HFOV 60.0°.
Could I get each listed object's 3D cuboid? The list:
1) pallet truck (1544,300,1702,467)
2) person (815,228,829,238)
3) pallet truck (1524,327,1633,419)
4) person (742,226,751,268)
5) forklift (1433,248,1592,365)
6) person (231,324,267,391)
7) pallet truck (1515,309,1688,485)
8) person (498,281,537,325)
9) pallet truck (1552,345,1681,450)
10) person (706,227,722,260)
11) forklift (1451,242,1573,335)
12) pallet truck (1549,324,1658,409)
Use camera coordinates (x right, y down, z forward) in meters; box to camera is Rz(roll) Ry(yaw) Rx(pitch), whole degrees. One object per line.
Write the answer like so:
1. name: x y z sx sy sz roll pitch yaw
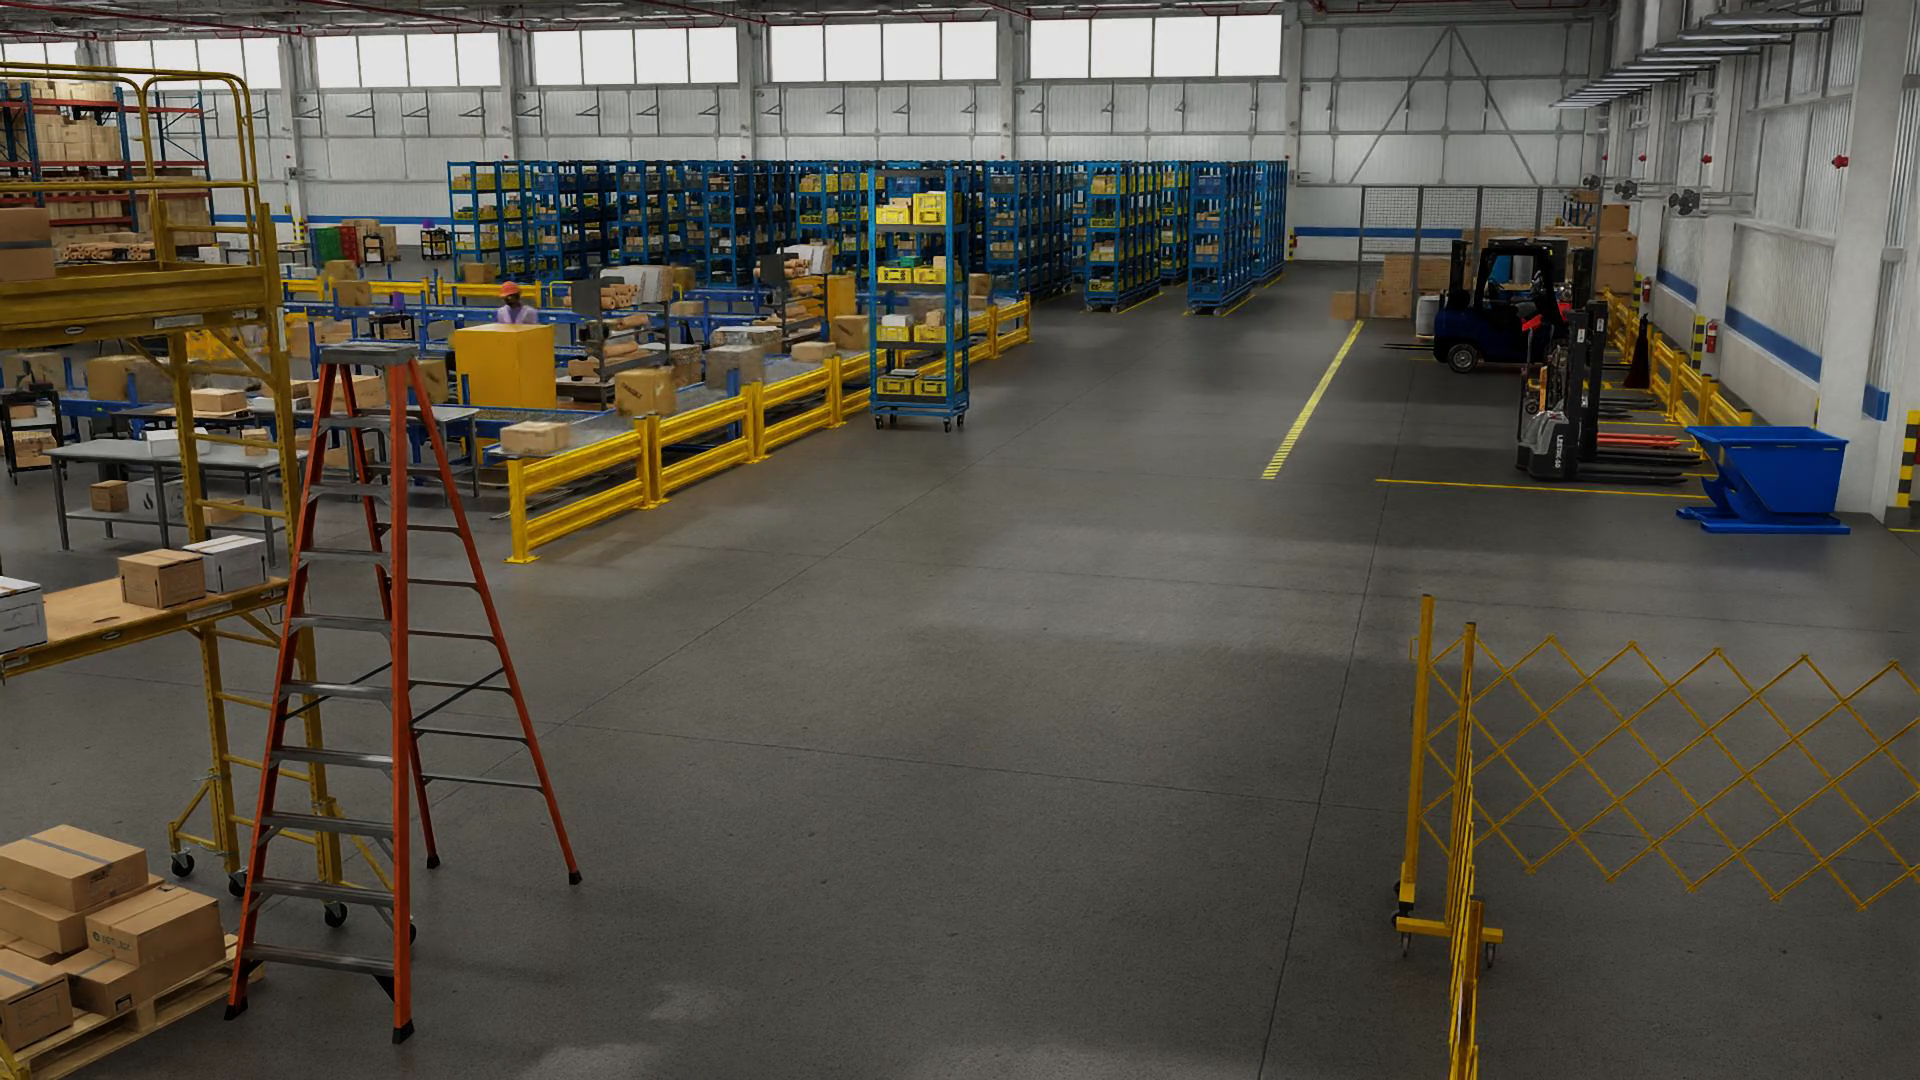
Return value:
1. pallet truck: 8.263 -1.952 20.631 1.885 1.965 0.823 5 14 20
2. person: -4.500 -9.534 53.862 0.566 1.798 1.018 2 13 8
3. pallet truck: 9.065 -2.460 24.370 1.522 1.261 0.704 3 13 14
4. person: -6.628 -8.937 51.194 0.570 1.812 0.626 6 14 23
5. forklift: 9.780 -4.111 29.280 2.680 1.987 1.157 3 13 14
6. person: -11.443 -3.390 27.130 0.651 1.871 0.916 5 14 21
7. pallet truck: 7.554 -1.677 19.446 1.885 1.965 0.823 3 13 14
8. person: -6.299 -2.679 23.752 0.608 2.016 0.540 3 13 15
9. pallet truck: 8.641 -1.896 21.908 1.630 1.274 0.653 4 14 16
10. person: -7.366 -8.753 50.013 0.608 1.996 0.379 0 13 2
11. forklift: 10.464 -4.597 31.405 2.680 1.987 1.157 4 14 16
12. pallet truck: 9.824 -2.669 25.407 1.601 1.201 0.680 4 14 16
